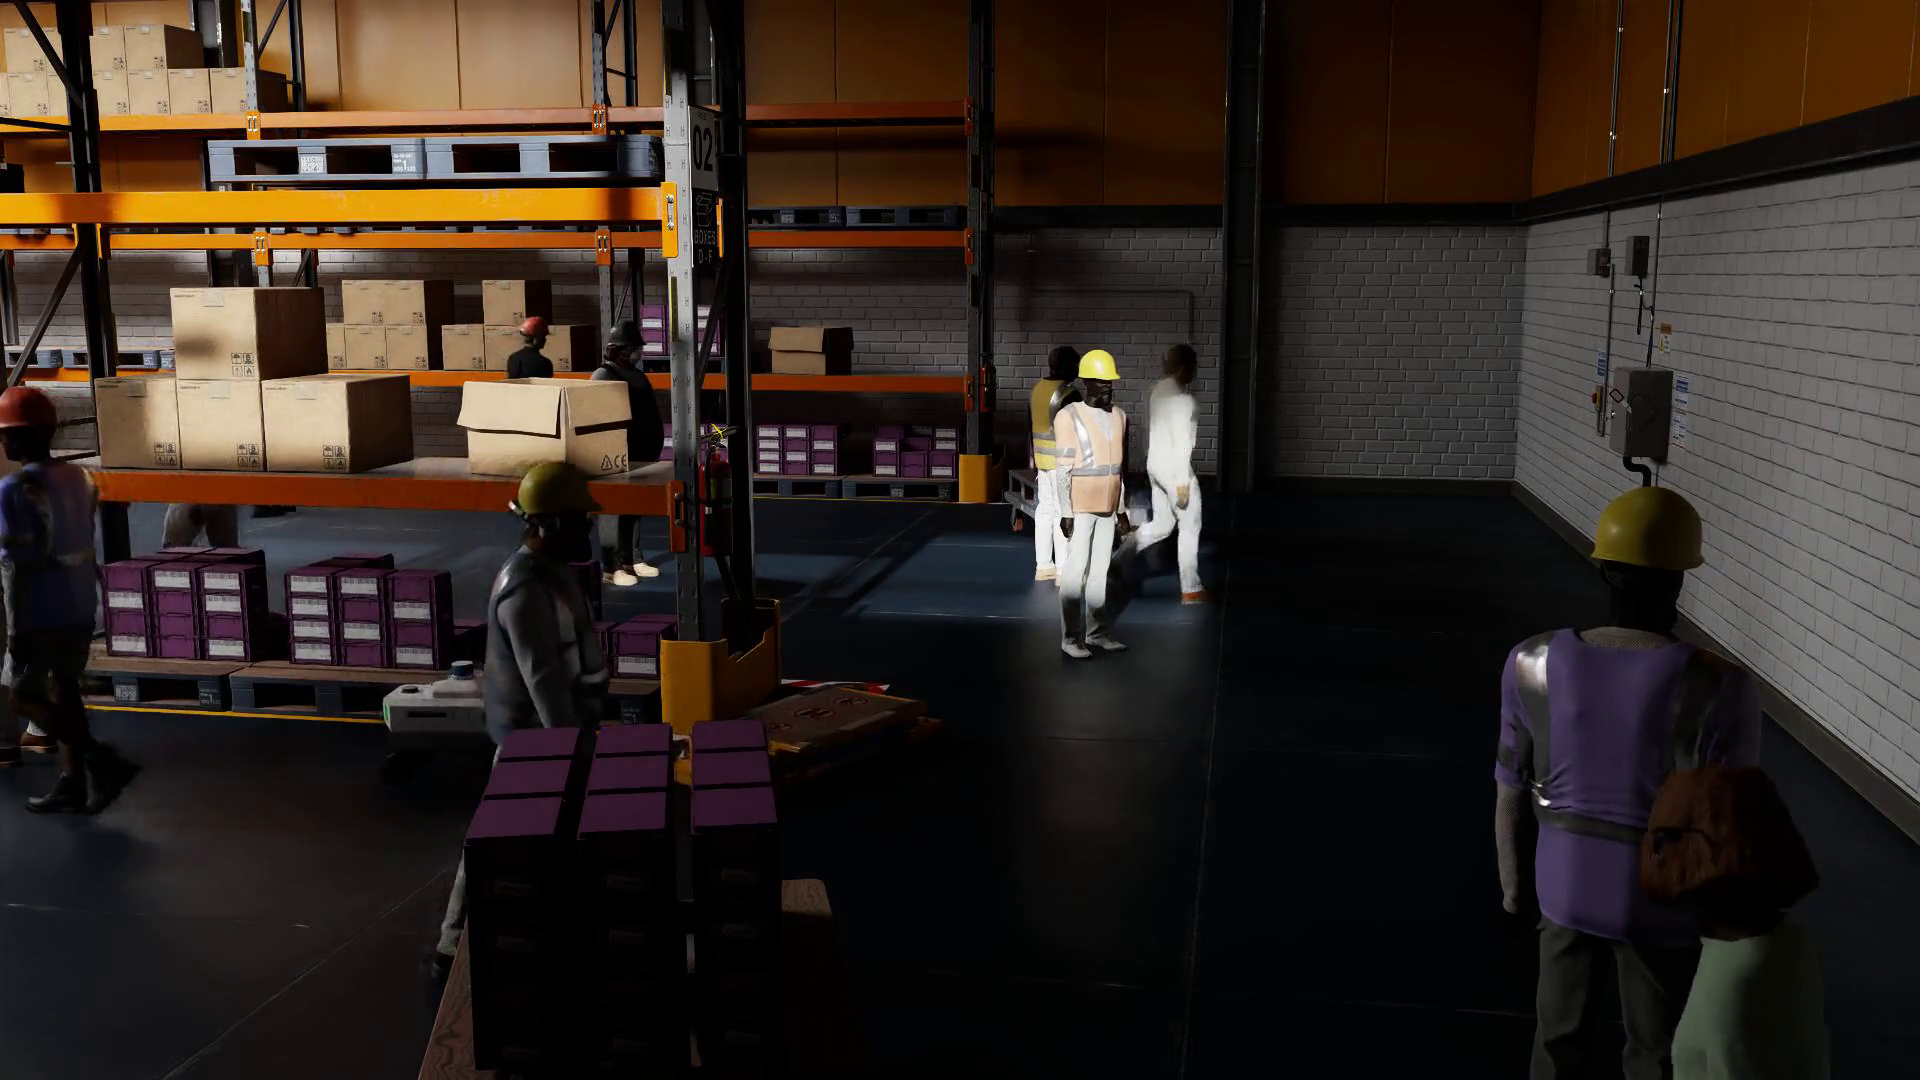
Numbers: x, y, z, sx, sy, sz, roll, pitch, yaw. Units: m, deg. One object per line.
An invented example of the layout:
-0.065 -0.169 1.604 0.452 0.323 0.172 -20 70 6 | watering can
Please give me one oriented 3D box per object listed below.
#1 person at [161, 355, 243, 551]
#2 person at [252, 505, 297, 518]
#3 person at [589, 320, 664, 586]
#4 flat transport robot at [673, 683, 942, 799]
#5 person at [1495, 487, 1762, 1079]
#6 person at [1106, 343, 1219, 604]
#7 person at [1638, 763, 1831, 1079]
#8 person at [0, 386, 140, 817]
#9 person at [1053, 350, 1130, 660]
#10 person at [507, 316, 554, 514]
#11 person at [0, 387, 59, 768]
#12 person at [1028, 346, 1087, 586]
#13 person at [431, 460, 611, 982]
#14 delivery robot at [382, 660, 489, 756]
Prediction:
-5.049 -0.296 10.928 0.741 1.916 0.633 1 9 8 | person
-6.753 -1.176 16.357 0.585 1.914 0.565 -5 11 -30 | person
-2.561 -0.684 12.930 0.536 2.000 0.678 3 10 19 | person
-0.757 0.963 8.181 0.652 0.197 1.431 6 11 33 | flat transport robot
1.531 0.835 3.851 0.585 1.928 0.369 8 12 40 | person
1.447 -0.477 12.084 0.800 1.907 0.653 -2 9 -13 | person
1.319 1.175 2.742 0.474 1.593 0.526 7 11 36 | person
-3.902 0.295 7.236 0.568 1.925 0.555 2 9 9 | person
0.844 -0.229 10.455 0.585 1.927 0.366 -8 12 -42 | person
-4.165 -1.188 16.228 0.650 1.980 0.634 6 11 34 | person
-4.689 0.170 8.116 0.355 1.884 0.575 2 9 12 | person
0.786 -0.572 12.850 0.429 1.841 0.633 -5 10 -28 | person
-1.366 0.627 5.584 0.937 1.788 0.586 0 9 0 | person
-2.358 0.818 7.917 0.707 0.478 0.477 0 9 1 | delivery robot
